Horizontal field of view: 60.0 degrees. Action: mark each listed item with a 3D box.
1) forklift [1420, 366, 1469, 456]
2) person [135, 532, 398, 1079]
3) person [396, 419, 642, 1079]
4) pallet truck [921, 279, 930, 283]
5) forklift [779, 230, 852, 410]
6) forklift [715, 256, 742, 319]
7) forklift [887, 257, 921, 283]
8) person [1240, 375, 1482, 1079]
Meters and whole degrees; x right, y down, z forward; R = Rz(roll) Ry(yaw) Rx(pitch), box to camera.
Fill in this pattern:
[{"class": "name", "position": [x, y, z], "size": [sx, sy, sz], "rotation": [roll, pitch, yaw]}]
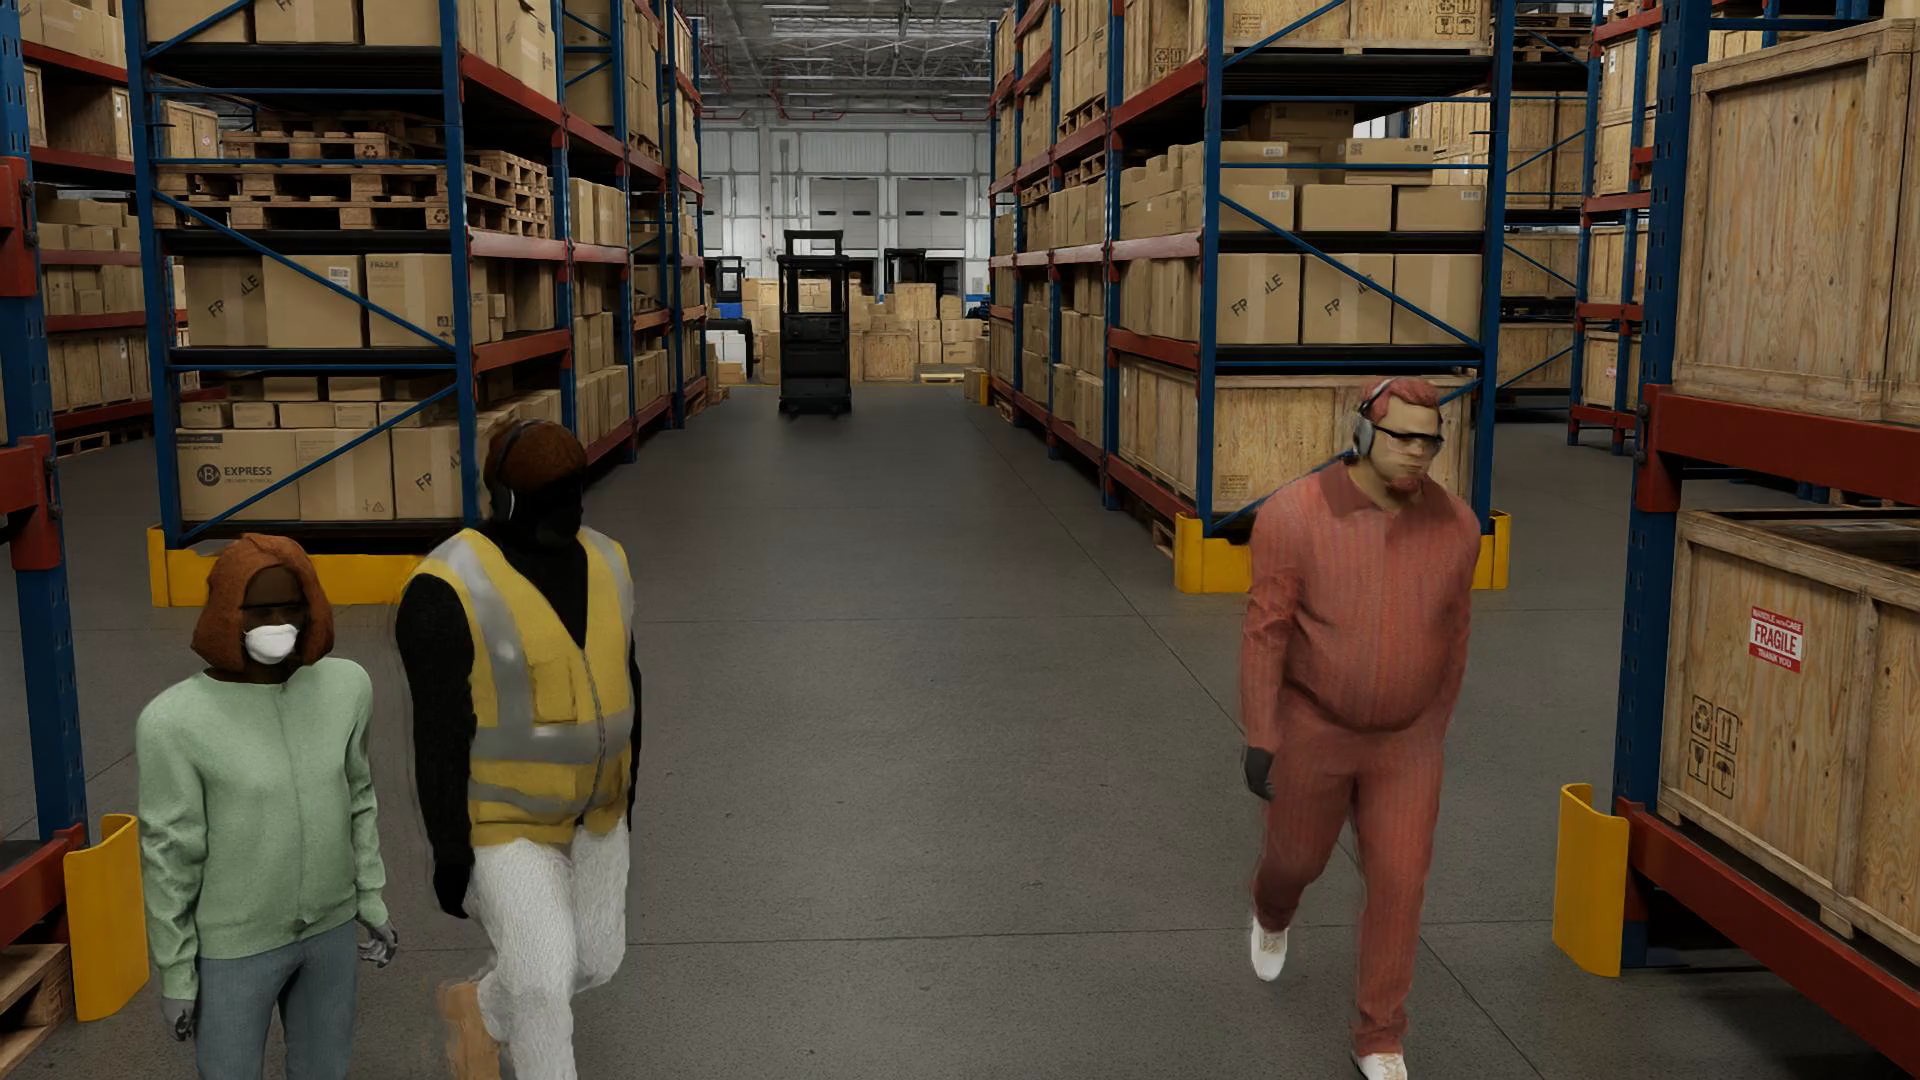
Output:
[{"class": "forklift", "position": [4.846, -2.257, 18.500], "size": [1.129, 2.768, 1.873], "rotation": [7, 11, 36]}, {"class": "person", "position": [-1.335, 0.791, 3.267], "size": [0.276, 1.631, 0.507], "rotation": [6, 11, 33]}, {"class": "person", "position": [-1.019, 0.613, 3.863], "size": [0.689, 1.811, 0.632], "rotation": [6, 11, 35]}, {"class": "pallet truck", "position": [-0.932, -8.922, 63.114], "size": [1.885, 1.965, 0.823], "rotation": [2, 9, 13]}, {"class": "forklift", "position": [-2.298, -3.509, 26.361], "size": [1.129, 2.768, 1.873], "rotation": [-1, 9, -4]}, {"class": "forklift", "position": [-8.574, -9.187, 62.019], "size": [1.129, 2.768, 1.873], "rotation": [-1, 9, -4]}, {"class": "forklift", "position": [-1.475, -6.327, 44.059], "size": [1.129, 2.768, 1.873], "rotation": [-1, 9, -4]}, {"class": "person", "position": [1.052, 0.480, 4.487], "size": [0.651, 1.870, 0.851], "rotation": [0, 9, -1]}]
